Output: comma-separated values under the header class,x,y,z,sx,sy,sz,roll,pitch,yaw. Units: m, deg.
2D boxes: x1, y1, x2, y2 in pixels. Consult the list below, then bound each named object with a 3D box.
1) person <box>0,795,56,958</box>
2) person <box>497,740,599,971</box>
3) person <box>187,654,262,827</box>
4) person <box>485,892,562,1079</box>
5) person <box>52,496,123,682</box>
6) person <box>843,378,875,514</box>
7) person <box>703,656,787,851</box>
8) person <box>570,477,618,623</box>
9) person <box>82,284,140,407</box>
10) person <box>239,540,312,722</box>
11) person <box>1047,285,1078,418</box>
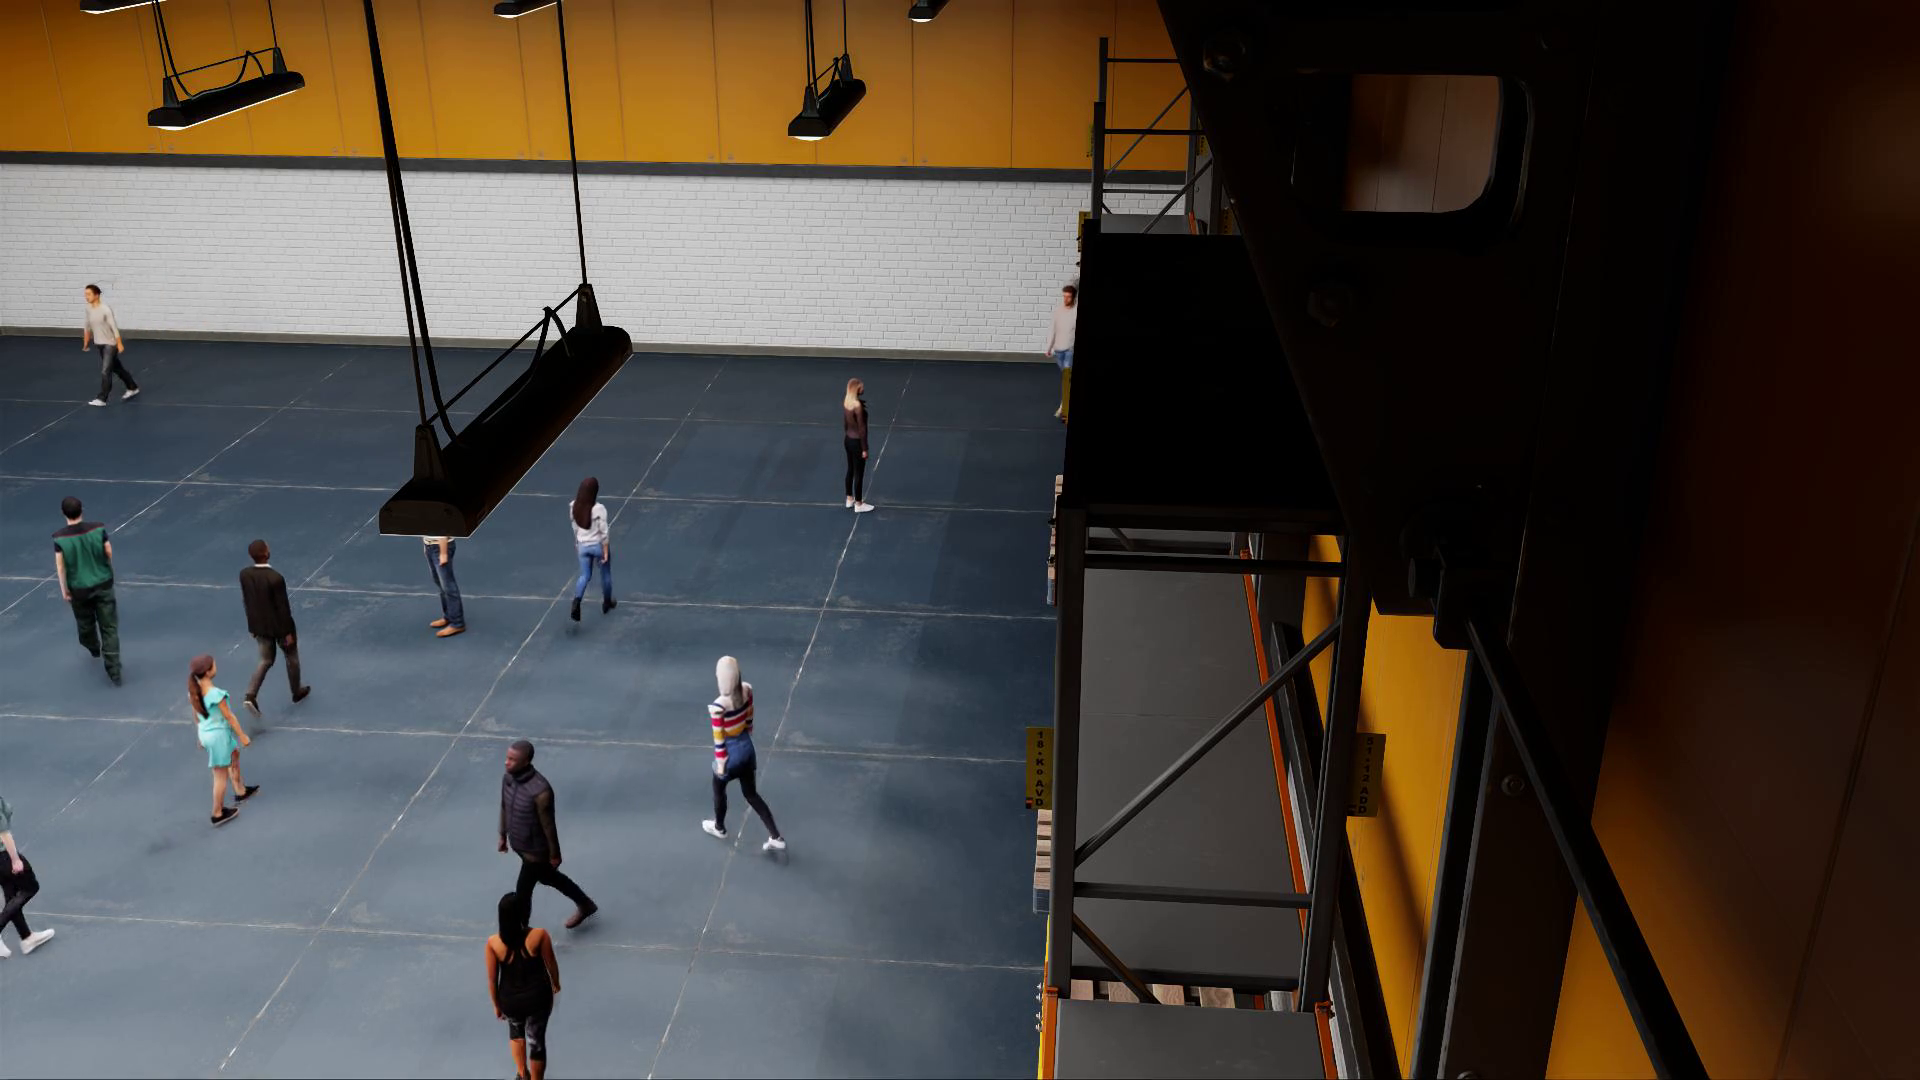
class,x,y,z,sx,sy,sz,roll,pitch,yaw
person,-7.207,2.388,12.376,0.803,1.735,0.903,16,28,32
person,-3.139,2.290,12.534,1.283,1.788,1.202,-21,31,-39
person,-6.388,1.718,14.156,0.759,1.537,0.894,15,28,30
person,-2.867,3.052,10.958,0.648,1.653,0.661,-4,24,-8
person,-8.608,0.511,16.529,1.147,1.847,1.331,-14,27,-30
person,-1.297,-1.184,20.587,0.737,1.704,0.634,-13,27,-27
person,-1.777,1.793,13.686,1.111,1.776,1.169,17,29,34
person,-3.959,0.128,17.706,0.724,1.607,1.013,7,25,16
person,-12.433,-2.877,24.381,0.922,1.767,1.206,10,26,22
person,-6.574,0.880,15.779,0.776,1.773,1.136,6,24,14
person,1.572,-2.770,24.013,1.013,1.866,1.301,14,27,28
